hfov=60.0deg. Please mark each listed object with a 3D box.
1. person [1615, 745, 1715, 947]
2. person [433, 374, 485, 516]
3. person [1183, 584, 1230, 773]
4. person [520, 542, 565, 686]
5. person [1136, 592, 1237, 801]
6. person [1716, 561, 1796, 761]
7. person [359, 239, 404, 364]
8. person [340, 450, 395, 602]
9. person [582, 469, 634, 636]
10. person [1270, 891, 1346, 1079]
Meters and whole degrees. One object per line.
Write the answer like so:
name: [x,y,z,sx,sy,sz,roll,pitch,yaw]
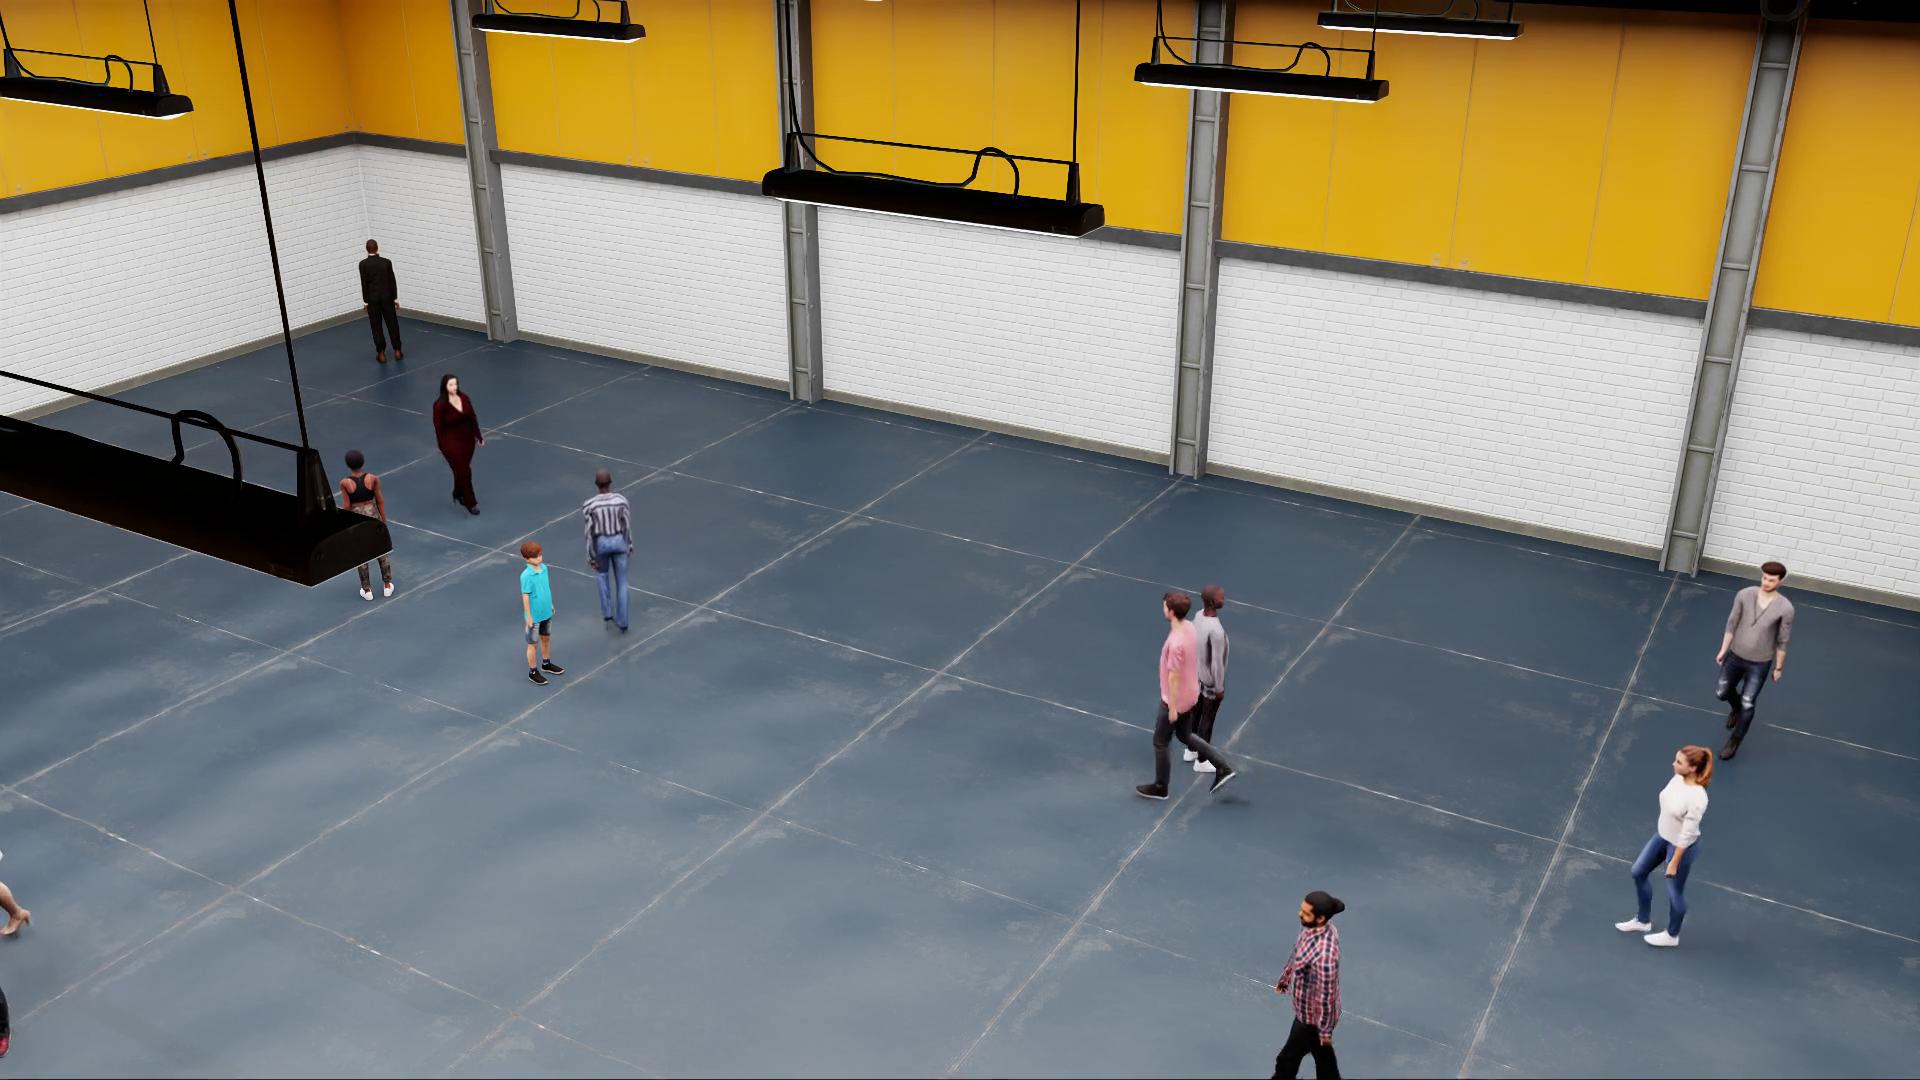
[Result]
person: [5.361,2.270,12.264,0.809,1.711,0.763,1,24,2]
person: [-6.152,-1.189,20.154,0.874,1.730,0.688,14,27,29]
person: [2.167,1.196,14.646,0.745,1.771,0.678,-7,25,-15]
person: [-4.124,0.679,16.232,0.478,1.449,0.516,12,26,26]
person: [1.943,1.362,14.062,1.100,1.935,0.732,7,25,16]
person: [7.102,1.026,14.886,0.945,1.890,0.904,21,31,39]
person: [-8.955,-3.706,25.693,0.804,1.904,0.831,-10,26,-22]
person: [-6.386,-0.176,17.873,0.664,1.701,0.688,-11,26,-24]
person: [-3.553,0.159,17.013,0.819,1.776,0.879,-6,24,-14]
person: [2.331,2.979,10.608,1.082,1.738,0.912,3,24,7]
